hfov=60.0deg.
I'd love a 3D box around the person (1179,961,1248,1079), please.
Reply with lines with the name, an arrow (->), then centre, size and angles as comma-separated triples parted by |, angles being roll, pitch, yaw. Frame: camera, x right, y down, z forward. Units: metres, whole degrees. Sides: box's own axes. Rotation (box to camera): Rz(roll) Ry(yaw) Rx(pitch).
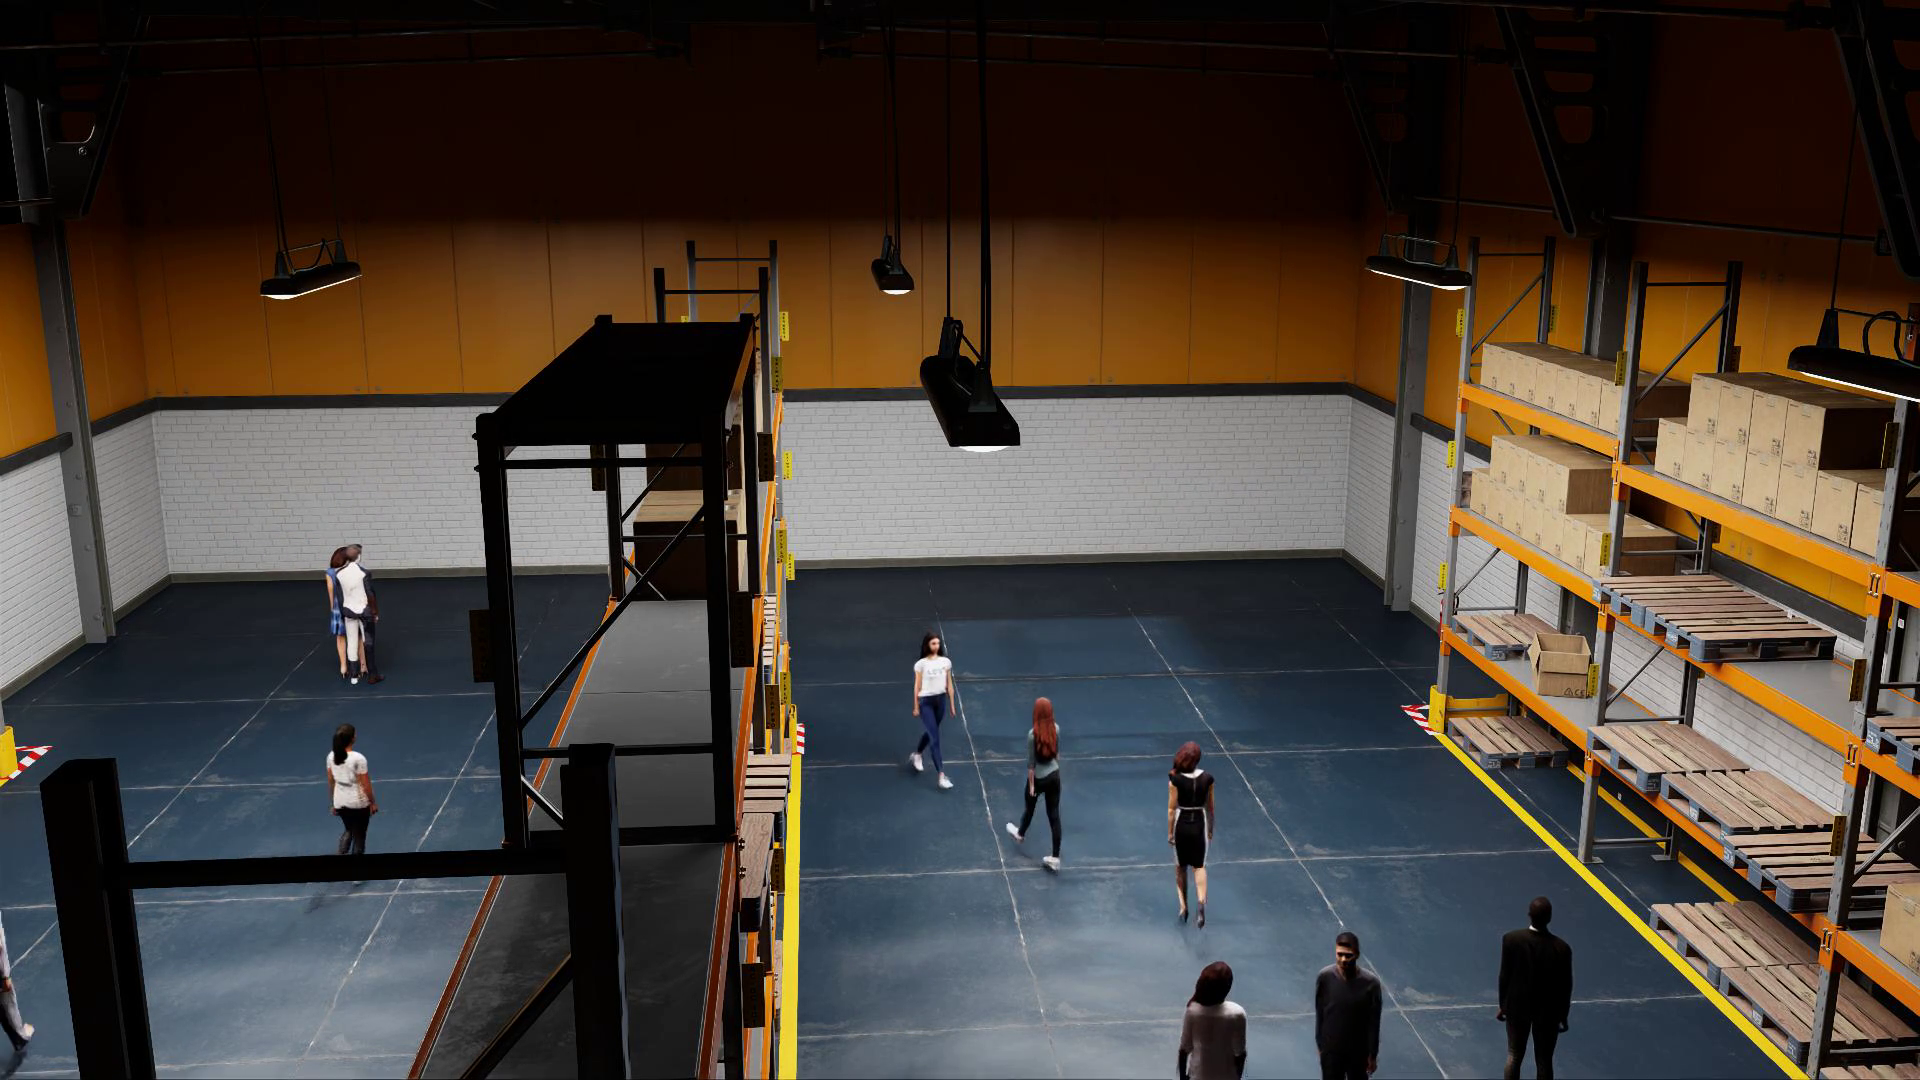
person -> 1.689, 3.709, 11.134 | 0.742, 1.779, 0.955 | 2, 14, 9

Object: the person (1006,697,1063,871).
person -> 0.880, 2.448, 16.521 | 0.928, 1.696, 1.202 | -8, 16, -29

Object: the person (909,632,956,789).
person -> -0.362, 1.881, 18.785 | 0.942, 1.732, 1.238 | -8, 16, -29

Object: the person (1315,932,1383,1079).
person -> 2.754, 3.578, 11.770 | 0.879, 1.734, 1.176 | 4, 14, 15

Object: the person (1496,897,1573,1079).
person -> 4.195, 3.449, 12.168 | 0.743, 1.799, 0.742 | 6, 15, 24

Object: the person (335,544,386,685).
person -> -8.017, 0.983, 22.157 | 0.724, 1.890, 0.653 | 1, 14, 6

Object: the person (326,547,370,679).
person -> -8.239, 0.969, 22.393 | 0.661, 1.805, 0.558 | -1, 14, -6

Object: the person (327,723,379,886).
person -> -5.927, 2.585, 16.081 | 0.672, 1.636, 0.719 | 4, 14, 16

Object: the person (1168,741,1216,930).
person -> 2.114, 2.732, 15.160 | 0.605, 1.784, 0.893 | 0, 14, -2

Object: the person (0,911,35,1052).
person -> -7.482, 3.372, 12.632 | 0.627, 1.729, 1.072 | -2, 14, -6
